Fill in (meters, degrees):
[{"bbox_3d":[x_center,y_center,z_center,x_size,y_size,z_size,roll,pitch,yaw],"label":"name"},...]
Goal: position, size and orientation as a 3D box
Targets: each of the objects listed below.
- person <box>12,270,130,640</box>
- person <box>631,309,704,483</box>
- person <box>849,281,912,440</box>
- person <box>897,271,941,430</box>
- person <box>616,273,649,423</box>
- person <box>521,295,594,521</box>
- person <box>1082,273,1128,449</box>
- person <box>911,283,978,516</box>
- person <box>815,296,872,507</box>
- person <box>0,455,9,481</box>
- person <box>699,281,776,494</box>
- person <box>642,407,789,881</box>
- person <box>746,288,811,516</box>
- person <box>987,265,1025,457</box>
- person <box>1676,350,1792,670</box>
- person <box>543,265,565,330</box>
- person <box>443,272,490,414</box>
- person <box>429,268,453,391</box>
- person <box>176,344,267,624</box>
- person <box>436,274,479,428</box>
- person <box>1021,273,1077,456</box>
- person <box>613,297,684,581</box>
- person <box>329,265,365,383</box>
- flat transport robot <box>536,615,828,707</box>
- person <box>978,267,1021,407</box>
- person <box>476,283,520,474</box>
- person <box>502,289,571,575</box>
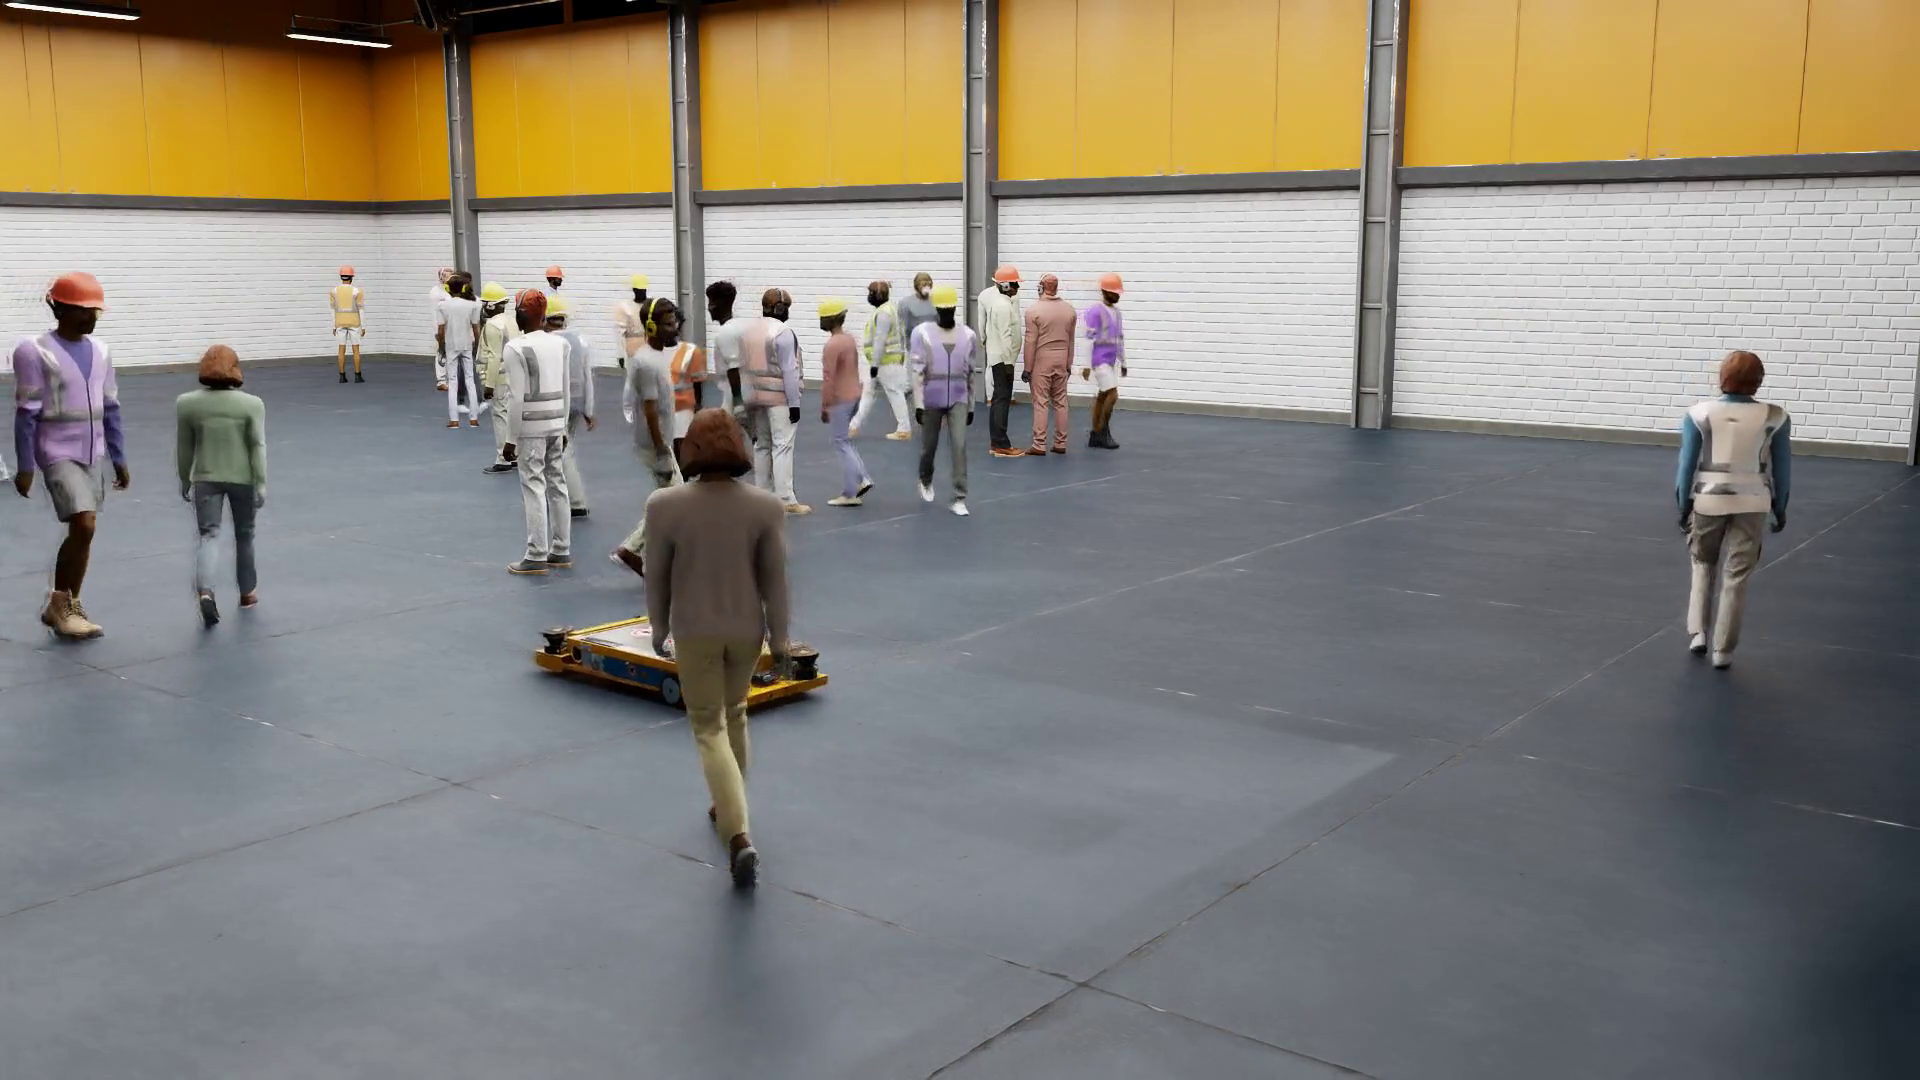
[{"bbox_3d":[-4.823,-0.450,9.088,0.500,2.015,0.636,3,10,15],"label":"person"},{"bbox_3d":[-2.380,-1.052,13.545,0.558,1.678,0.405,1,10,4],"label":"person"},{"bbox_3d":[-0.983,-2.015,18.820,0.950,1.797,0.656,-1,10,-4],"label":"person"},{"bbox_3d":[-0.516,-2.291,20.132,0.639,1.919,0.769,-6,11,-30],"label":"person"},{"bbox_3d":[-3.979,-2.356,20.591,0.603,1.884,0.974,-6,11,-31],"label":"person"},{"bbox_3d":[-3.280,-1.060,13.313,0.915,1.781,0.617,7,12,36],"label":"person"},{"bbox_3d":[1.587,-1.916,17.957,0.592,1.899,0.678,7,12,34],"label":"person"},{"bbox_3d":[-0.143,-1.178,13.719,0.579,1.890,0.896,-2,10,-14],"label":"person"},{"bbox_3d":[-1.004,-1.152,13.904,0.402,1.752,0.570,3,10,20],"label":"person"},{"bbox_3d":[-9.236,-1.369,15.374,0.901,1.691,0.501,1,10,8],"label":"person"},{"bbox_3d":[-1.863,-1.156,13.580,1.055,1.885,0.618,2,10,14],"label":"person"},{"bbox_3d":[-0.815,0.339,5.763,0.487,1.590,0.869,-4,11,-24],"label":"person"},{"bbox_3d":[-1.481,-1.115,13.493,0.427,1.840,0.624,-8,13,-40],"label":"person"},{"bbox_3d":[0.474,-1.866,17.399,0.379,1.996,0.610,-1,10,-7],"label":"person"},{"bbox_3d":[3.960,-0.157,8.525,0.531,1.617,0.502,5,11,28],"label":"person"},{"bbox_3d":[-6.194,-3.225,25.479,0.354,1.939,0.544,-2,10,-10],"label":"person"},{"bbox_3d":[-6.463,-2.594,21.996,0.982,1.864,0.621,7,12,37],"label":"person"},{"bbox_3d":[-7.972,-3.276,25.896,0.401,1.903,0.644,2,10,12],"label":"person"},{"bbox_3d":[-4.275,-0.332,9.638,0.505,1.600,0.813,-3,10,-15],"label":"person"},{"bbox_3d":[-6.110,-2.297,20.260,0.514,1.876,0.328,-5,11,-26],"label":"person"},{"bbox_3d":[0.912,-1.841,17.513,0.641,1.908,0.407,-7,12,-34],"label":"person"},{"bbox_3d":[-1.870,-0.580,10.344,0.524,1.845,0.542,-1,10,-4],"label":"person"},{"bbox_3d":[-10.064,-3.546,27.376,0.542,1.933,0.382,-1,10,-8],"label":"person"},{"bbox_3d":[-1.388,0.578,8.183,1.431,0.197,0.652,8,13,39],"label":"flat transport robot"},{"bbox_3d":[0.558,-2.811,23.071,0.628,1.940,0.373,4,10,21],"label":"person"},{"bbox_3d":[-4.450,-1.550,16.029,0.403,1.834,0.589,1,10,5],"label":"person"},{"bbox_3d":[-2.797,-0.709,10.995,0.356,1.883,0.574,5,11,26],"label":"person"}]
